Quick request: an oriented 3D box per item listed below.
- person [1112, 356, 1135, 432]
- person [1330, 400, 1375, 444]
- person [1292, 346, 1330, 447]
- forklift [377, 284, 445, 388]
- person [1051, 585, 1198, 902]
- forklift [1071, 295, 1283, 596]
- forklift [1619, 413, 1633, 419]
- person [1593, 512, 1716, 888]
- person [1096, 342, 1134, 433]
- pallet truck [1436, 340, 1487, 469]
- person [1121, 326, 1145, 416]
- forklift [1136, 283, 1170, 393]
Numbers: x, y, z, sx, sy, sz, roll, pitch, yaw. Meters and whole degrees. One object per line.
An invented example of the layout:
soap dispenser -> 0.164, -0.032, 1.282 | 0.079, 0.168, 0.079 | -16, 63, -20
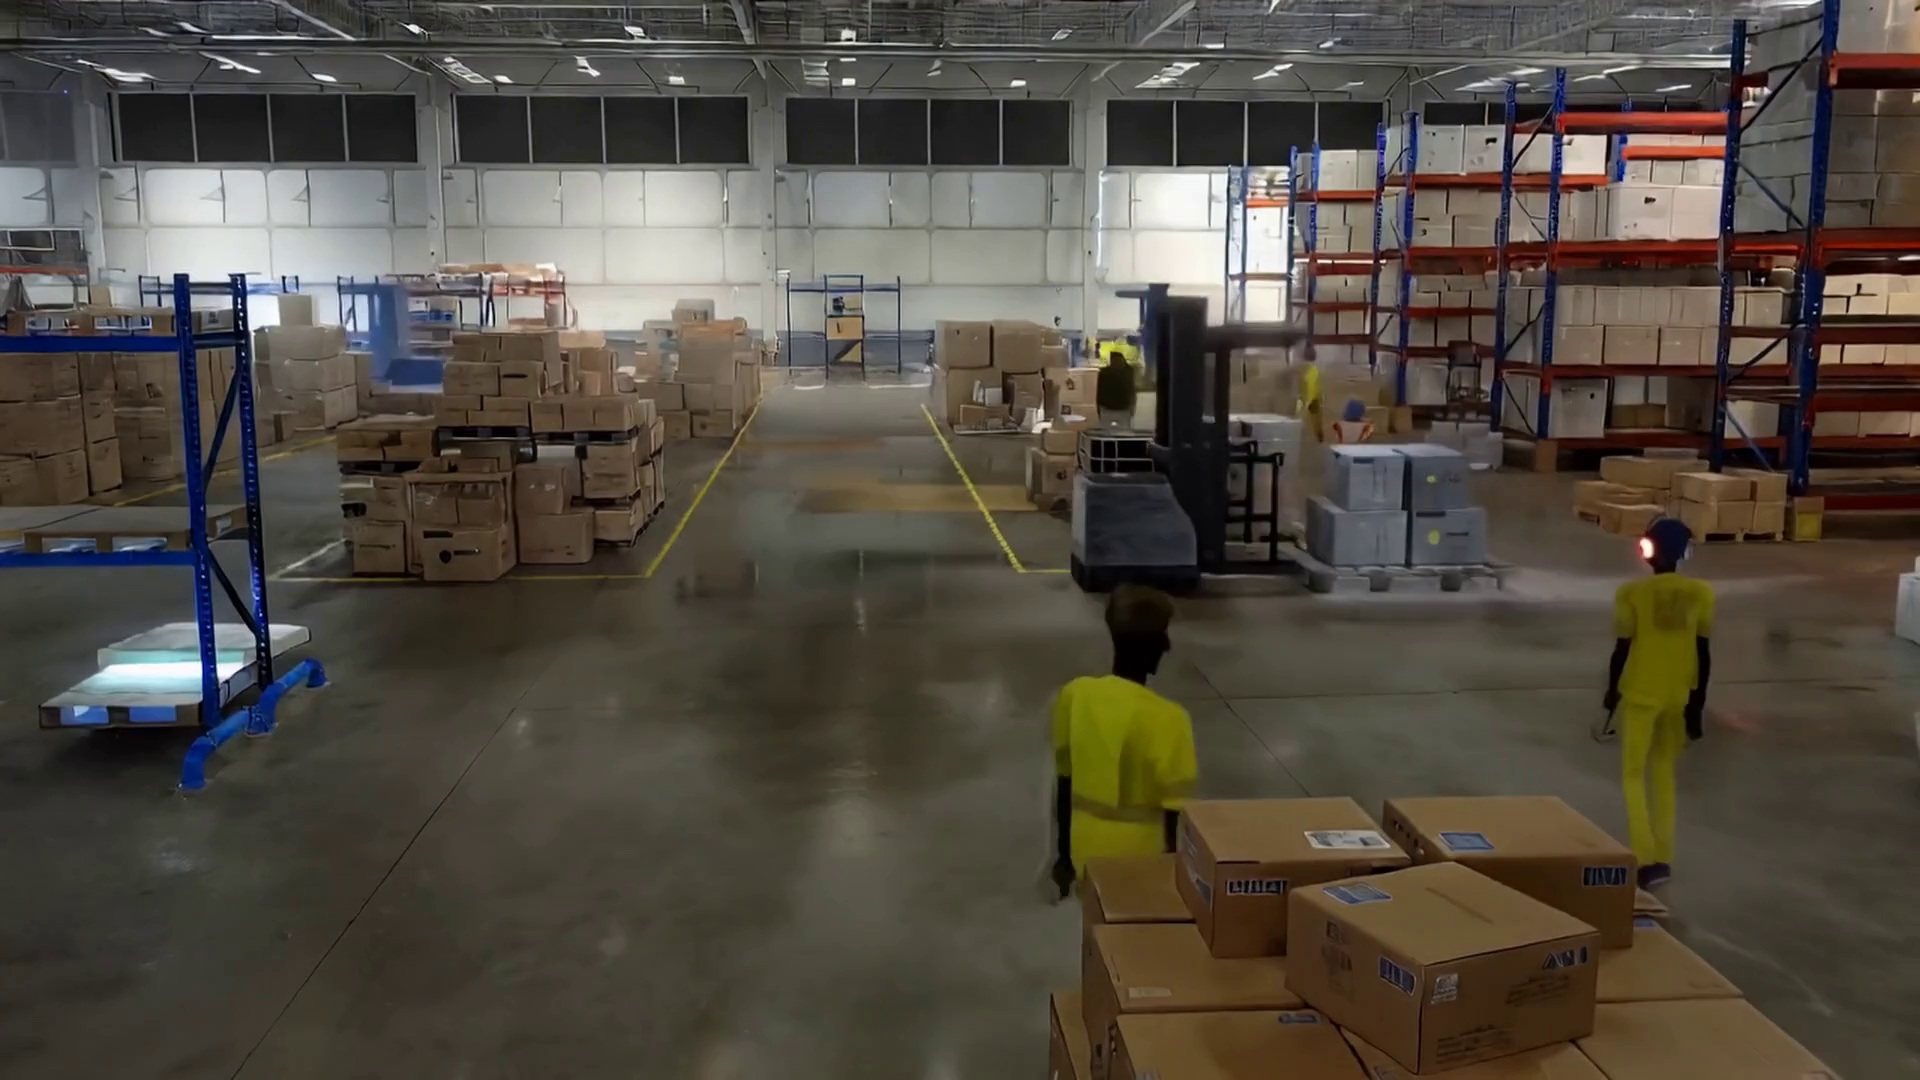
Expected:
person -> 2.675, -2.235, 27.769 | 0.536, 1.697, 0.318 | -5, 11, -31
person -> 4.489, -0.798, 19.056 | 0.520, 1.597, 0.856 | 3, 10, 19
person -> 6.063, -2.514, 29.206 | 0.939, 1.805, 0.637 | -1, 9, -5
forklift -> -13.031, -4.539, 38.530 | 1.873, 2.768, 1.129 | 2, 9, 10
person -> 0.613, 1.119, 5.895 | 0.426, 1.949, 0.609 | -7, 11, -36
forklift -> 2.059, -0.929, 15.866 | 1.873, 2.768, 1.129 | -1, 9, -4
forklift -> 13.358, -4.015, 35.244 | 1.129, 2.768, 1.873 | -1, 9, -4
person -> 3.442, 0.800, 8.250 | 0.551, 1.890, 0.403 | -1, 9, -4
person -> 2.435, -2.112, 26.158 | 0.613, 2.001, 0.475 | -1, 9, -9
pallet truck -> 8.004, -2.170, 26.422 | 0.823, 1.965, 1.885 | 2, 9, 14
person -> 3.702, -3.644, 35.885 | 0.563, 1.927, 0.422 | 0, 9, -2
forklift -> 5.044, -5.165, 42.461 | 1.873, 2.768, 1.129 | -1, 9, -4
